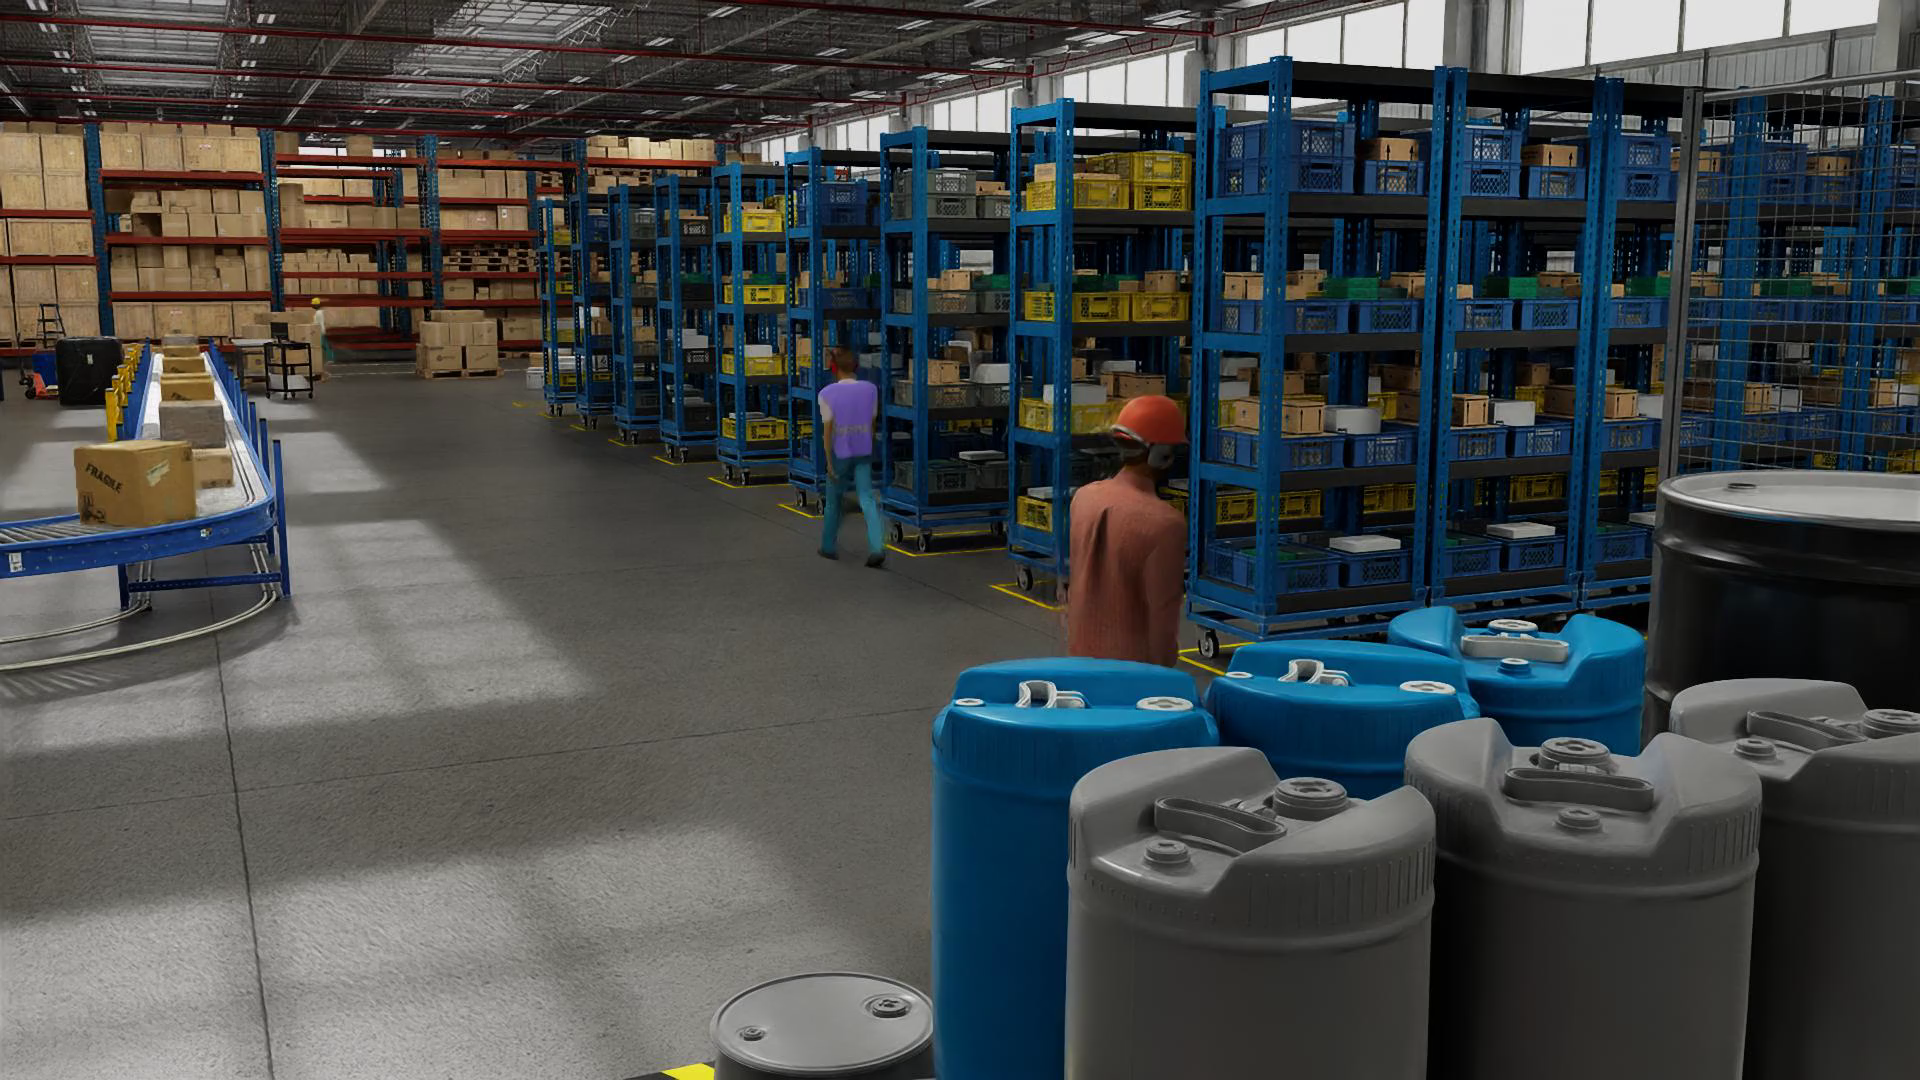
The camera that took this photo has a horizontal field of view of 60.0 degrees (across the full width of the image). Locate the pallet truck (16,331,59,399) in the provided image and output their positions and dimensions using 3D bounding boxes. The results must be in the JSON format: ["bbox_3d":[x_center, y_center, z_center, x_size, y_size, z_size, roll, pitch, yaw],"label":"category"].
[{"bbox_3d":[-17.082,-3.353,31.781,1.630,1.274,0.653,-4,10,-25],"label":"pallet truck"}]

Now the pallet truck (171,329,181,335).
[{"bbox_3d":[-17.275,-3.851,35.096,1.601,1.201,0.680,0,9,1],"label":"pallet truck"}]

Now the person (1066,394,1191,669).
[{"bbox_3d":[0.521,0.448,6.136,0.738,1.967,0.616,-7,11,-37],"label":"person"}]

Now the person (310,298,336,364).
[{"bbox_3d":[-16.724,-5.408,43.220,0.922,1.714,0.541,-4,10,-26],"label":"person"}]

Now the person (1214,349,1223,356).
[{"bbox_3d":[3.452,-2.243,23.235,0.586,1.836,0.403,6,11,31],"label":"person"}]

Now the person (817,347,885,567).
[{"bbox_3d":[-0.897,-0.681,13.682,0.566,1.803,0.964,-5,10,-29],"label":"person"}]
